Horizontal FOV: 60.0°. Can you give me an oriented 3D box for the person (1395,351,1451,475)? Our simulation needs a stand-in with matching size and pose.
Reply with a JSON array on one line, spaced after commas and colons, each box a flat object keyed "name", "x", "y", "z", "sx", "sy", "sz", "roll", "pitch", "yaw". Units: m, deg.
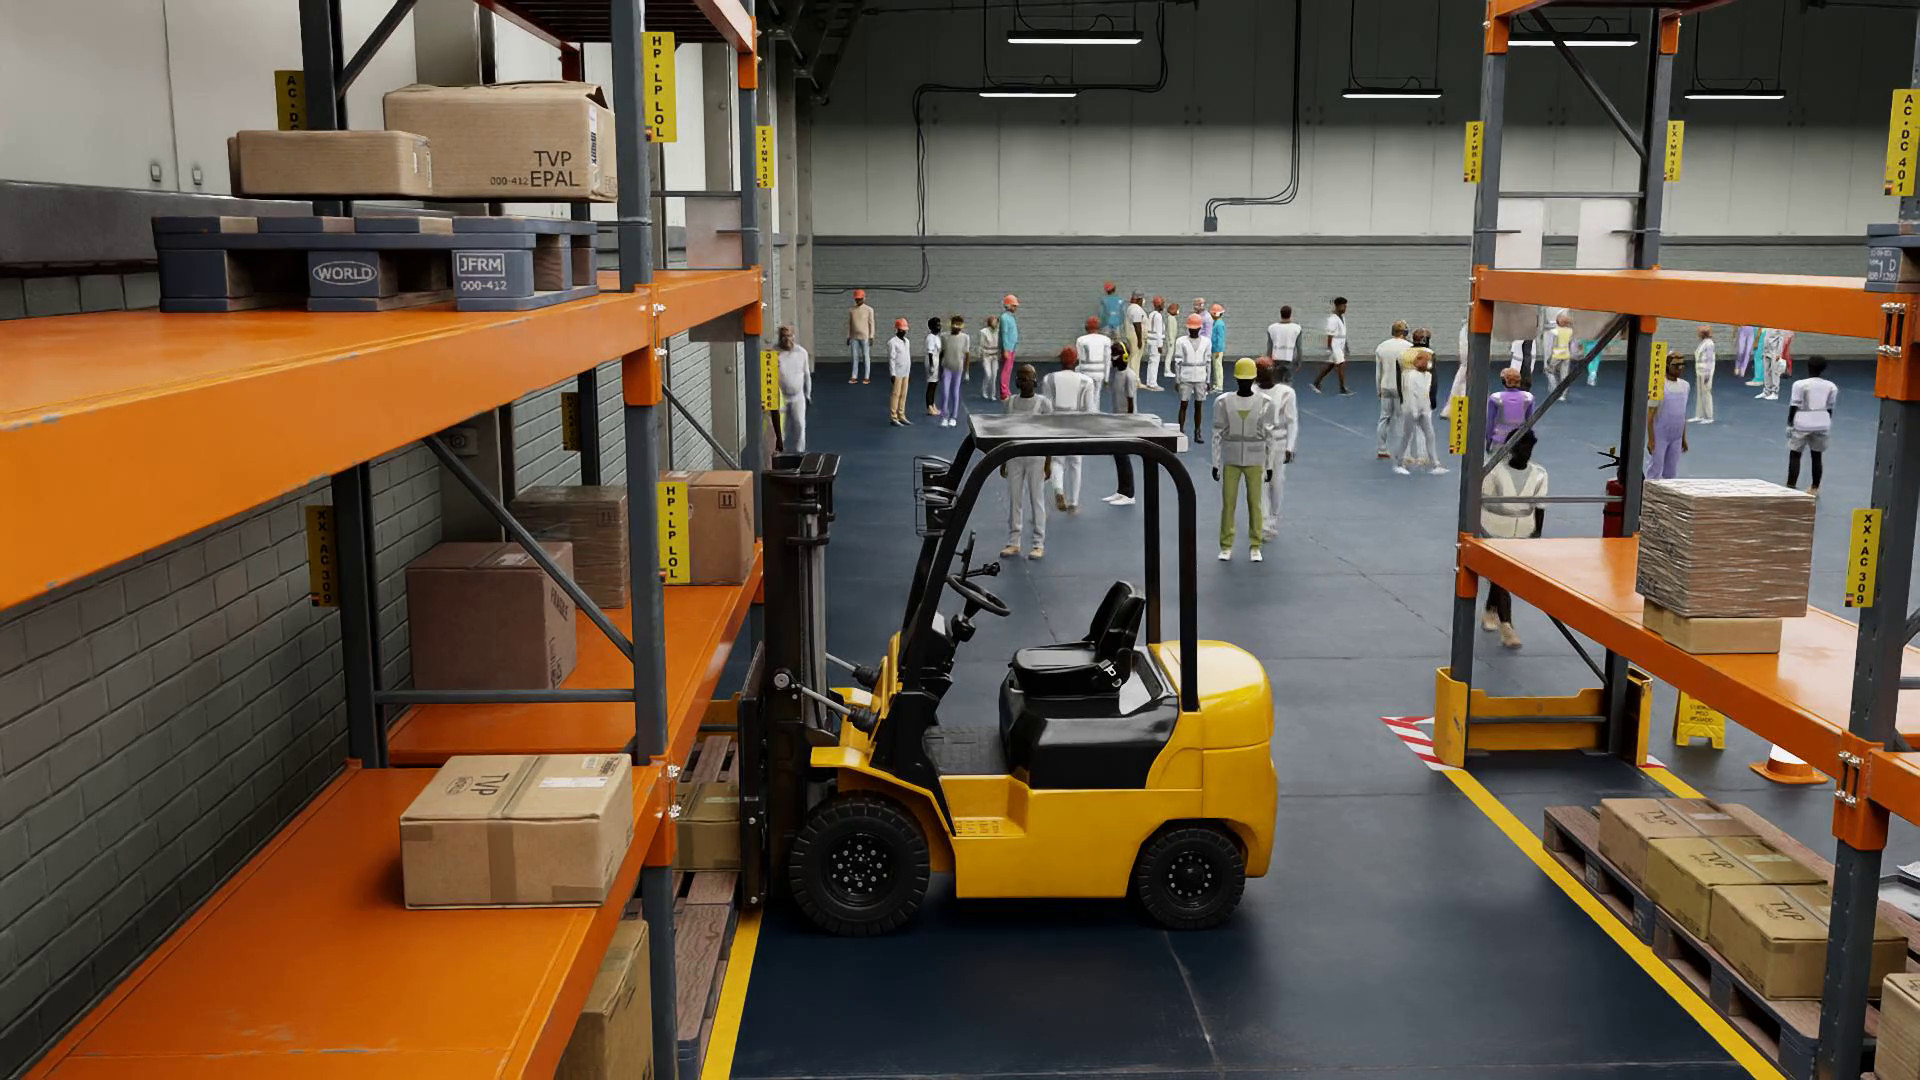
[{"name": "person", "x": 5.915, "y": -1.603, "z": 21.231, "sx": 0.520, "sy": 1.601, "sz": 0.804, "roll": -7, "pitch": 13, "yaw": -36}]

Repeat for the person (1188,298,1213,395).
[{"name": "person", "x": 4.636, "y": -3.756, "z": 32.363, "sx": 0.409, "sy": 1.908, "sz": 0.639, "roll": -5, "pitch": 11, "yaw": -24}]

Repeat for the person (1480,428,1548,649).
[{"name": "person", "x": 4.080, "y": -0.045, "z": 12.457, "sx": 0.586, "sy": 1.627, "sz": 0.903, "roll": -1, "pitch": 10, "yaw": -7}]

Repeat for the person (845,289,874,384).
[{"name": "person", "x": -2.121, "y": -4.292, "z": 35.109, "sx": 0.643, "sy": 1.991, "sz": 0.388, "roll": 3, "pitch": 11, "yaw": 17}]

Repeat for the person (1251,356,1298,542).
[{"name": "person", "x": 3.088, "y": -0.916, "z": 16.722, "sx": 0.596, "sy": 1.846, "sz": 0.700, "roll": 3, "pitch": 10, "yaw": 14}]

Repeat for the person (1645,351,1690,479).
[{"name": "person", "x": 7.497, "y": -1.080, "z": 17.621, "sx": 0.506, "sy": 1.846, "sz": 0.345, "roll": -4, "pitch": 11, "yaw": -20}]

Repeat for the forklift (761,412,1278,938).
[{"name": "forklift", "x": 0.291, "y": 0.548, "z": 7.580, "sx": 2.313, "sy": 2.155, "sz": 1.214, "roll": 0, "pitch": 10, "yaw": -2}]

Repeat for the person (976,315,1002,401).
[{"name": "person", "x": 0.574, "y": -3.414, "z": 31.246, "sx": 0.579, "sy": 1.615, "sz": 0.407, "roll": -5, "pitch": 11, "yaw": -25}]

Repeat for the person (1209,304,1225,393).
[{"name": "person", "x": 5.074, "y": -3.787, "z": 32.954, "sx": 0.329, "sy": 1.751, "sz": 0.571, "roll": 0, "pitch": 10, "yaw": 0}]

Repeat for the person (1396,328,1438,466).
[{"name": "person", "x": 6.133, "y": -1.907, "z": 22.256, "sx": 0.430, "sy": 1.839, "sz": 0.619, "roll": -8, "pitch": 13, "yaw": -37}]

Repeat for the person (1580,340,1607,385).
[{"name": "person", "x": 13.209, "y": -4.158, "z": 34.616, "sx": 0.600, "sy": 1.905, "sz": 0.593, "roll": 1, "pitch": 10, "yaw": 3}]

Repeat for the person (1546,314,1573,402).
[{"name": "person", "x": 11.242, "y": -3.414, "z": 31.221, "sx": 0.550, "sy": 1.621, "sz": 0.476, "roll": -2, "pitch": 10, "yaw": -9}]

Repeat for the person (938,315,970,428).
[{"name": "person", "x": -0.112, "y": -2.720, "z": 26.825, "sx": 0.540, "sy": 1.819, "sz": 0.705, "roll": 1, "pitch": 10, "yaw": 7}]

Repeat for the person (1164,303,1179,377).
[{"name": "person", "x": 4.706, "y": -4.436, "z": 36.936, "sx": 0.279, "sy": 1.627, "sz": 0.499, "roll": 2, "pitch": 10, "yaw": 12}]

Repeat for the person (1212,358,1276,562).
[{"name": "person", "x": 2.647, "y": -0.746, "z": 15.564, "sx": 0.588, "sy": 1.918, "sz": 0.397, "roll": 2, "pitch": 10, "yaw": 13}]

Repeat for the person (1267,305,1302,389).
[{"name": "person", "x": 5.602, "y": -3.106, "z": 28.774, "sx": 0.598, "sy": 1.903, "sz": 0.562, "roll": 3, "pitch": 11, "yaw": 17}]

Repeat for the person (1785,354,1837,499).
[{"name": "person", "x": 9.868, "y": -1.306, "z": 19.315, "sx": 0.551, "sy": 1.688, "sz": 0.368, "roll": 0, "pitch": 10, "yaw": -2}]

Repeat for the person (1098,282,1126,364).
[{"name": "person", "x": 3.709, "y": -5.256, "z": 40.424, "sx": 0.717, "sy": 2.018, "sz": 0.442, "roll": -2, "pitch": 10, "yaw": -13}]

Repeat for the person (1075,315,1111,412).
[{"name": "person", "x": 2.036, "y": -2.504, "z": 25.543, "sx": 0.595, "sy": 1.893, "sz": 0.599, "roll": -4, "pitch": 11, "yaw": -19}]

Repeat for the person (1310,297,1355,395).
[{"name": "person", "x": 7.312, "y": -3.810, "z": 32.619, "sx": 0.914, "sy": 1.929, "sz": 0.604, "roll": 5, "pitch": 11, "yaw": 27}]

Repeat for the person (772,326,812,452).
[{"name": "person", "x": -2.262, "y": -1.875, "z": 21.952, "sx": 0.682, "sy": 1.875, "sz": 0.908, "roll": -4, "pitch": 11, "yaw": -20}]

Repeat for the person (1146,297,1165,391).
[{"name": "person", "x": 3.944, "y": -3.942, "z": 33.495, "sx": 0.346, "sy": 1.877, "sz": 0.576, "roll": -1, "pitch": 10, "yaw": -7}]

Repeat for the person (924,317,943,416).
[{"name": "person", "x": -0.446, "y": -2.994, "z": 28.697, "sx": 0.316, "sy": 1.695, "sz": 0.541, "roll": 2, "pitch": 10, "yaw": 11}]

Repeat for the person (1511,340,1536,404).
[{"name": "person", "x": 10.424, "y": -3.440, "z": 30.765, "sx": 0.390, "sy": 1.846, "sz": 0.565, "roll": -3, "pitch": 11, "yaw": -15}]

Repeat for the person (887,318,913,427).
[{"name": "person", "x": -0.958, "y": -2.722, "z": 27.027, "sx": 0.328, "sy": 1.747, "sz": 0.574, "roll": 6, "pitch": 12, "yaw": 29}]

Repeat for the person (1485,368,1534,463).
[{"name": "person", "x": 5.956, "y": -1.050, "z": 18.057, "sx": 0.514, "sy": 1.634, "sz": 0.313, "roll": 0, "pitch": 10, "yaw": 3}]

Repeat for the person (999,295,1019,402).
[{"name": "person", "x": 0.925, "y": -3.589, "z": 31.187, "sx": 0.397, "sy": 1.990, "sz": 0.623, "roll": 2, "pitch": 10, "yaw": 13}]

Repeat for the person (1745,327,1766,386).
[{"name": "person", "x": 16.635, "y": -4.121, "z": 34.609, "sx": 0.354, "sy": 1.835, "sz": 0.518, "roll": 7, "pitch": 12, "yaw": 33}]

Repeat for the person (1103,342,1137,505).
[{"name": "person", "x": 1.843, "y": -1.323, "z": 18.947, "sx": 0.339, "sy": 1.856, "sz": 0.529, "roll": -2, "pitch": 10, "yaw": -10}]

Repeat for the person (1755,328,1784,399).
[{"name": "person", "x": 15.453, "y": -3.553, "z": 31.677, "sx": 0.294, "sy": 1.745, "sz": 0.493, "roll": -2, "pitch": 10, "yaw": -9}]

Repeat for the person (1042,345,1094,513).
[{"name": "person", "x": 1.162, "y": -1.189, "z": 18.188, "sx": 0.617, "sy": 1.863, "sz": 0.607, "roll": 1, "pitch": 10, "yaw": 6}]

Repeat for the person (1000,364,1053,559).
[{"name": "person", "x": 0.622, "y": -0.737, "z": 15.713, "sx": 0.519, "sy": 1.843, "sz": 0.331, "roll": 5, "pitch": 11, "yaw": 24}]

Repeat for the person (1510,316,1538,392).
[{"name": "person", "x": 8.703, "y": -2.560, "z": 25.691, "sx": 0.396, "sy": 1.911, "sz": 0.588, "roll": 1, "pitch": 10, "yaw": 8}]

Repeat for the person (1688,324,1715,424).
[{"name": "person", "x": 12.278, "y": -2.736, "z": 27.438, "sx": 0.310, "sy": 1.641, "sz": 0.523, "roll": 2, "pitch": 10, "yaw": 9}]

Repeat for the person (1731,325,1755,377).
[{"name": "person", "x": 17.421, "y": -4.506, "z": 36.808, "sx": 0.605, "sy": 1.807, "sz": 0.434, "roll": 3, "pitch": 11, "yaw": 16}]

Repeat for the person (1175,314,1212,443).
[{"name": "person", "x": 3.460, "y": -2.382, "z": 24.642, "sx": 0.549, "sy": 1.926, "sz": 0.382, "roll": -1, "pitch": 10, "yaw": -4}]

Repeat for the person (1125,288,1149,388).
[{"name": "person", "x": 3.658, "y": -4.131, "z": 34.073, "sx": 0.536, "sy": 2.000, "sz": 0.676, "roll": -1, "pitch": 10, "yaw": -6}]

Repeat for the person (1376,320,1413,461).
[{"name": "person", "x": 5.950, "y": -2.034, "z": 22.702, "sx": 0.366, "sy": 1.933, "sz": 0.627, "roll": -10, "pitch": 14, "yaw": -44}]

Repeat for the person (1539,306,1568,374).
[{"name": "person", "x": 13.467, "y": -4.726, "z": 37.704, "sx": 0.617, "sy": 1.930, "sz": 0.658, "roll": 8, "pitch": 13, "yaw": 38}]
